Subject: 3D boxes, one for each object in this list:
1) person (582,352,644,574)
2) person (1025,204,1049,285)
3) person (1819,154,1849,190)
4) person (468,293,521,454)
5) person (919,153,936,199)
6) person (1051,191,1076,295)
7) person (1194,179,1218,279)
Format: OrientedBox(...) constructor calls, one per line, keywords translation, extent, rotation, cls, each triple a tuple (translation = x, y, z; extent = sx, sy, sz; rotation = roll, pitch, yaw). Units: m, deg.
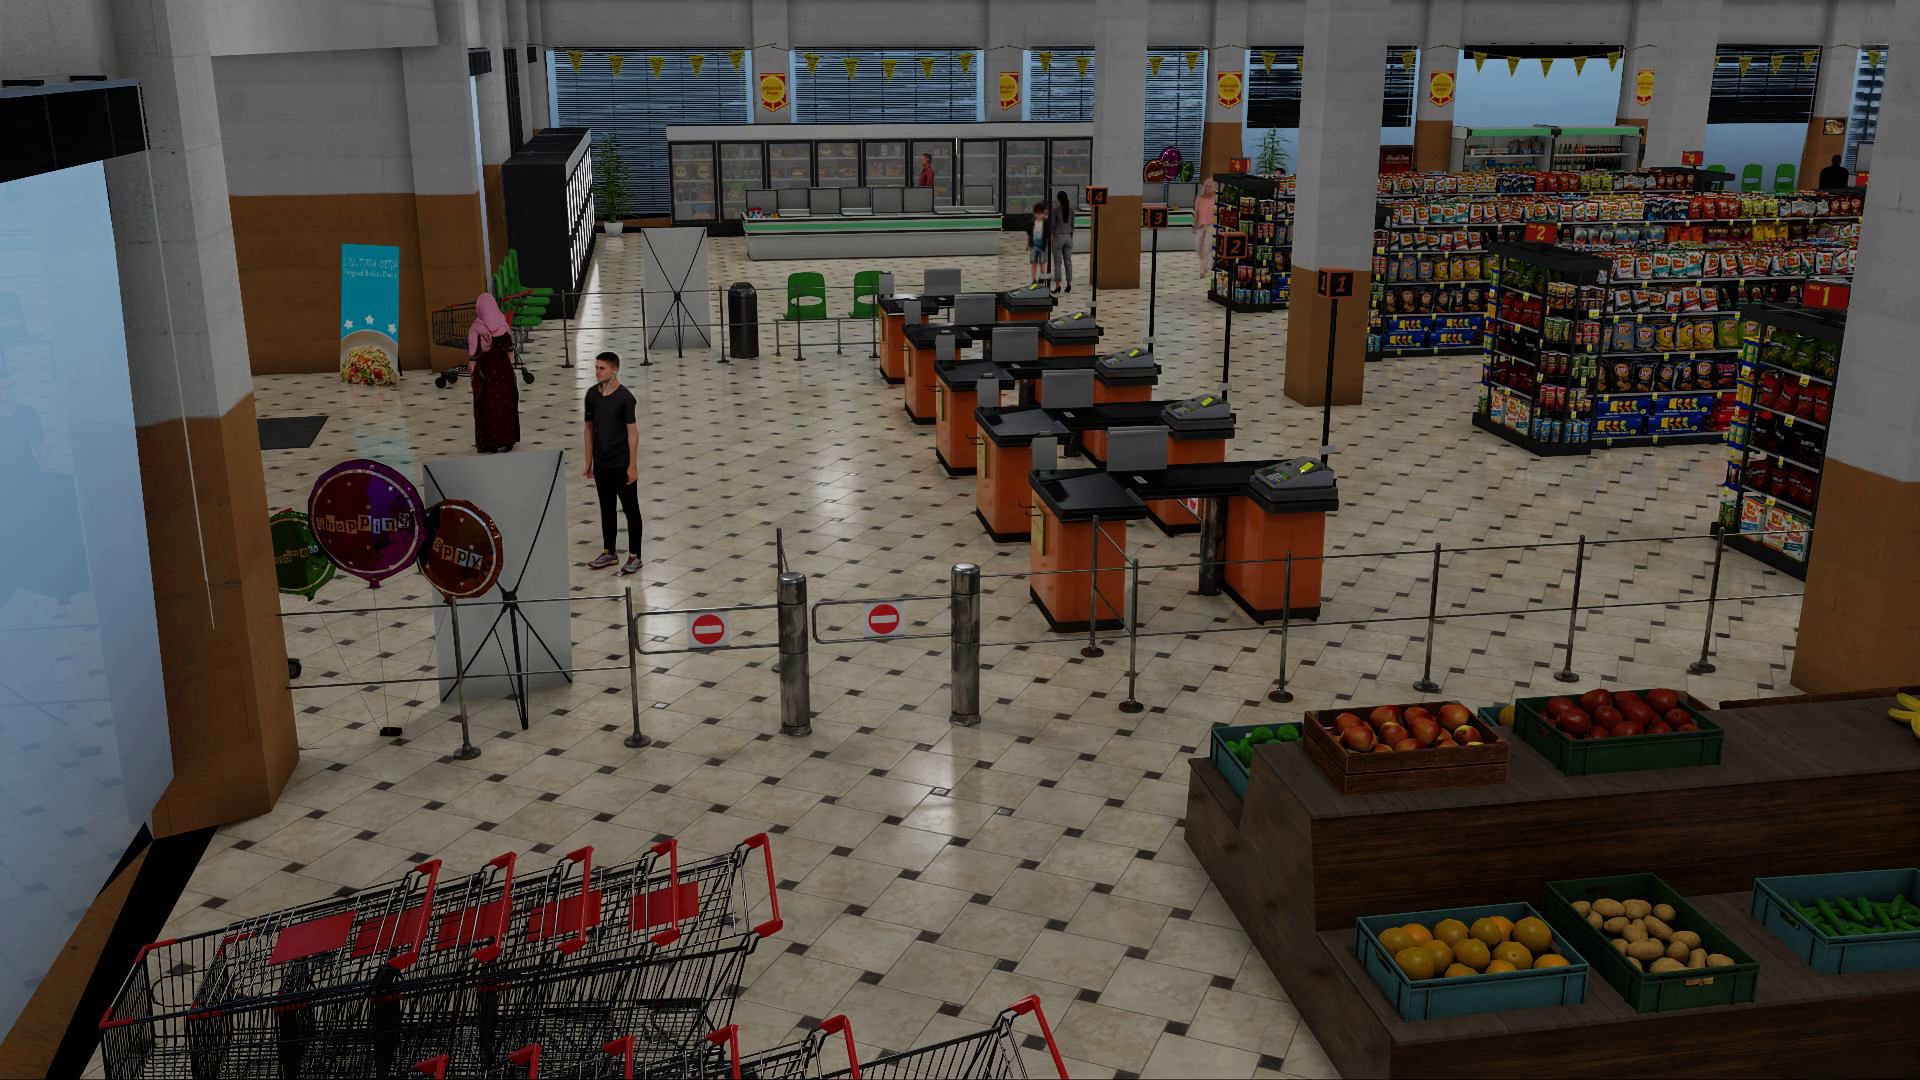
OrientedBox(translation=(-2.731, -0.618, 13.168), extent=(0.672, 1.763, 0.779), rotation=(8, 19, 24), cls="person")
OrientedBox(translation=(1.334, -4.932, 27.984), extent=(0.984, 1.409, 0.814), rotation=(2, 17, 8), cls="person")
OrientedBox(translation=(17.721, -6.926, 33.848), extent=(0.782, 1.818, 0.825), rotation=(13, 21, 37), cls="person")
OrientedBox(translation=(-4.777, -1.713, 16.990), extent=(0.699, 1.639, 0.814), rotation=(-12, 21, -35), cls="person")
OrientedBox(translation=(-0.662, -6.975, 33.985), extent=(0.556, 1.831, 0.691), rotation=(-2, 17, -6), cls="person")
OrientedBox(translation=(1.684, -4.913, 27.459), extent=(0.607, 1.678, 0.738), rotation=(-8, 19, -25), cls="person")
OrientedBox(translation=(4.343, -5.488, 29.305), extent=(0.949, 1.705, 0.884), rotation=(4, 17, 13), cls="person")
